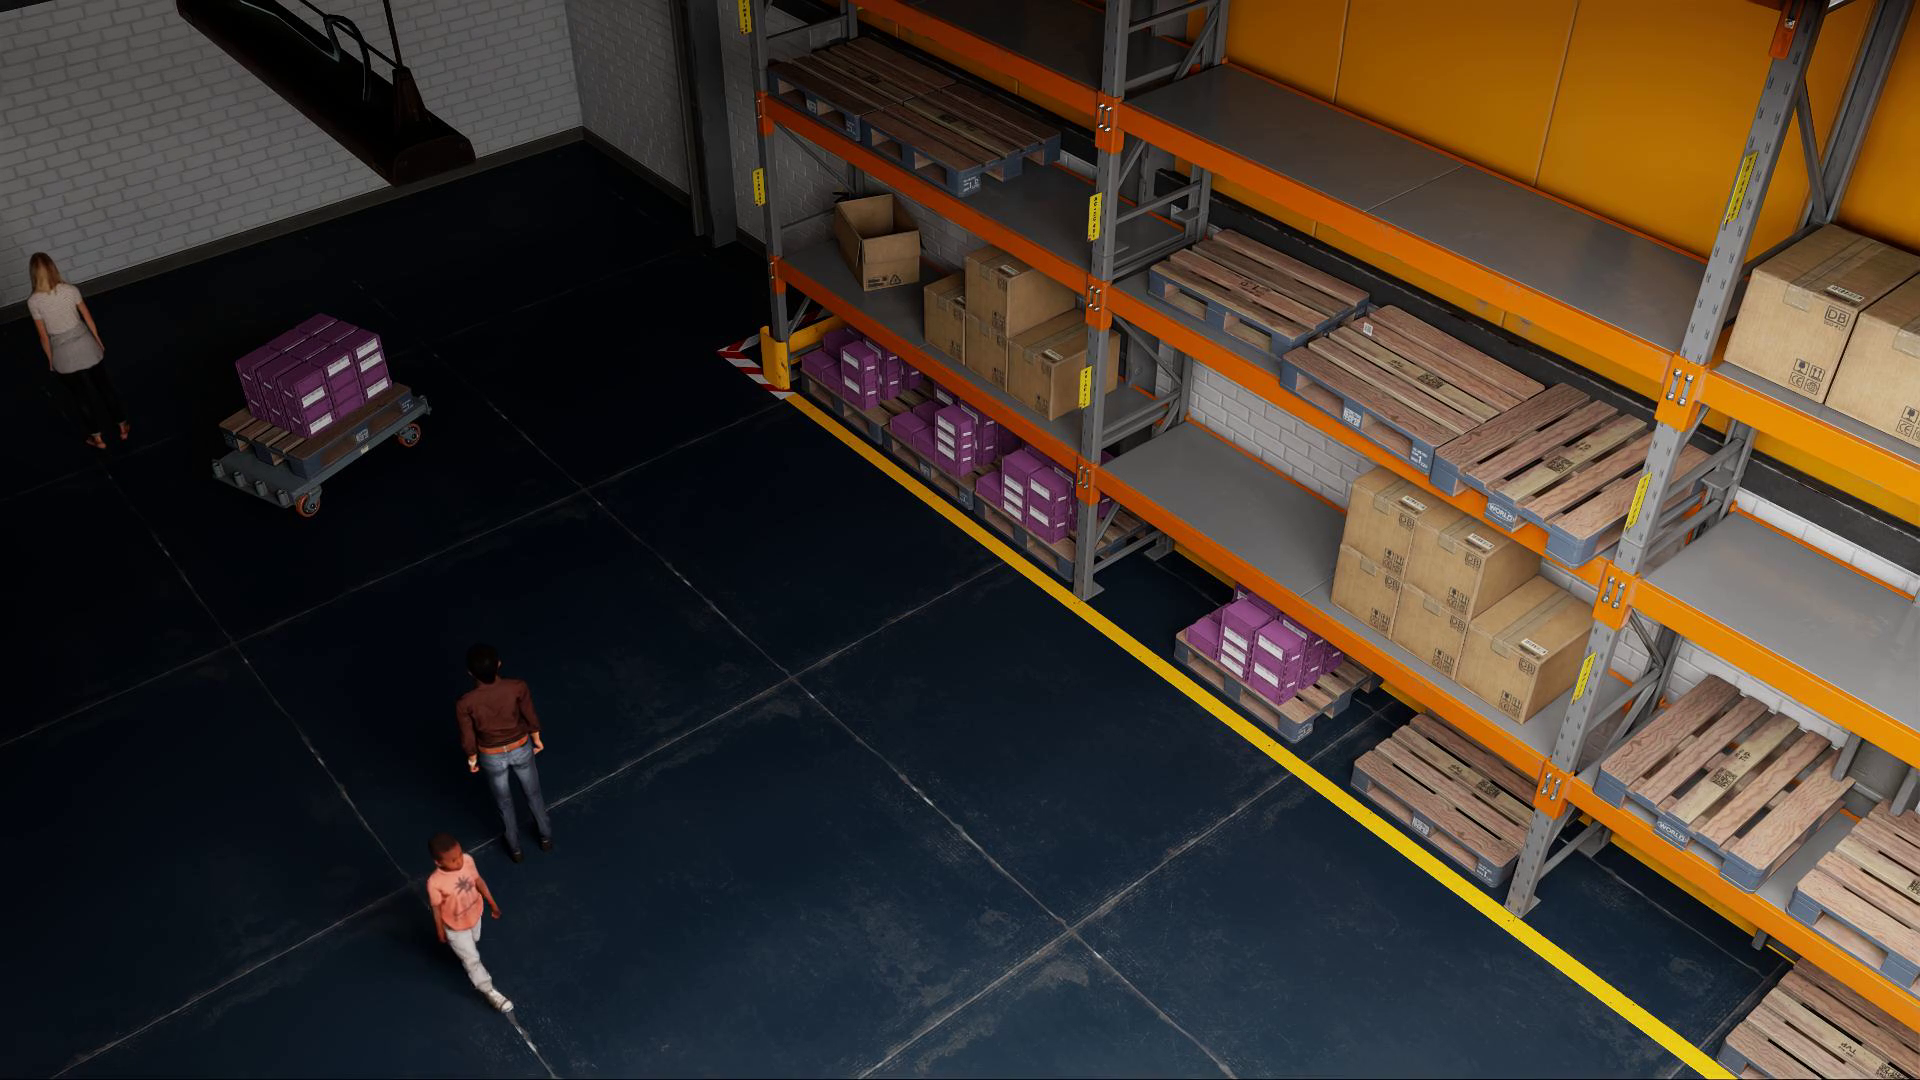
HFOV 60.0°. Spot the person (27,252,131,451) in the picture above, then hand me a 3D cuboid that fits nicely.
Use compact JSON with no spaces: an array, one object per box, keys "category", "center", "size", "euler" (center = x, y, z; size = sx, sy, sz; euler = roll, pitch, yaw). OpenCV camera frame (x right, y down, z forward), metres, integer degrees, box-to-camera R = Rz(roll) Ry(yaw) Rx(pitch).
[{"category":"person","center":[-7.447,-1.585,13.995],"size":[0.615,1.825,0.526],"euler":[-30,47,-32]}]

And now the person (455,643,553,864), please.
[{"category":"person","center":[-2.833,1.326,10.385],"size":[0.690,1.782,0.604],"euler":[-18,42,-21]}]

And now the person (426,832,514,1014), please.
[{"category":"person","center":[-2.952,2.163,9.731],"size":[0.825,1.292,0.630],"euler":[24,45,27]}]
